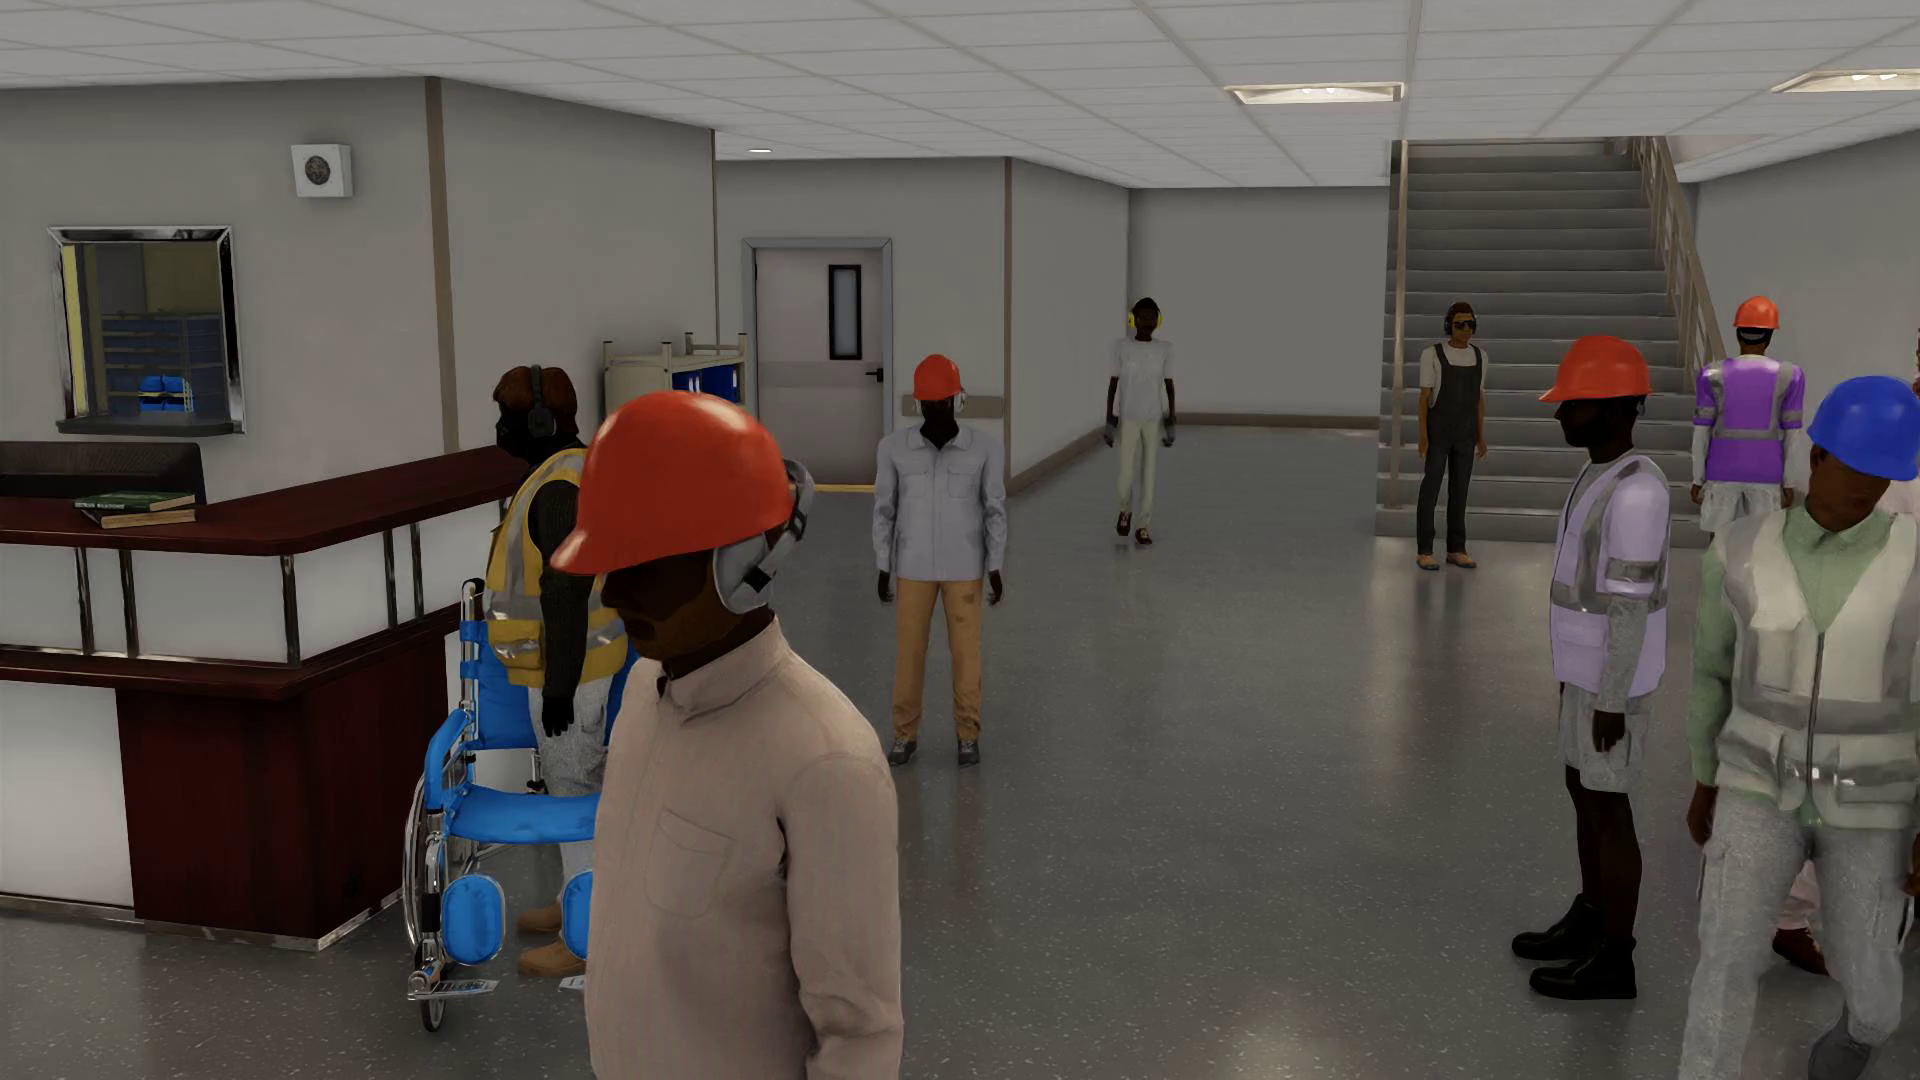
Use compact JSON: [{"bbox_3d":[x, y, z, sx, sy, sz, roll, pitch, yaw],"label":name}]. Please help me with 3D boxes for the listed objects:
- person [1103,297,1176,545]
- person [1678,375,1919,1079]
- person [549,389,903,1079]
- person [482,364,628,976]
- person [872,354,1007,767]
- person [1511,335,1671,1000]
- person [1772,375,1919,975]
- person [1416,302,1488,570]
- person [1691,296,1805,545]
[{"bbox_3d":[1.352,-0.884,12.455,0.556,1.856,0.402,-1,10,-5],"label":"person"},{"bbox_3d":[2.015,0.556,3.874,0.618,1.912,0.812,7,12,36],"label":"person"},{"bbox_3d":[-0.316,0.795,2.181,0.390,1.990,0.610,-7,12,-36],"label":"person"},{"bbox_3d":[-1.227,0.384,5.077,0.429,1.835,0.630,-3,10,-16],"label":"person"},{"bbox_3d":[-0.089,0.093,7.008,0.571,1.748,0.343,1,10,3],"label":"person"},{"bbox_3d":[1.843,0.373,4.854,0.381,1.931,0.545,1,10,8],"label":"person"},{"bbox_3d":[2.749,0.441,4.677,0.856,1.860,0.694,4,11,24],"label":"person"},{"bbox_3d":[3.400,-0.715,11.487,0.507,1.847,0.344,-2,10,-12],"label":"person"},{"bbox_3d":[4.324,-0.369,9.184,0.547,1.938,0.379,5,11,26],"label":"person"}]
